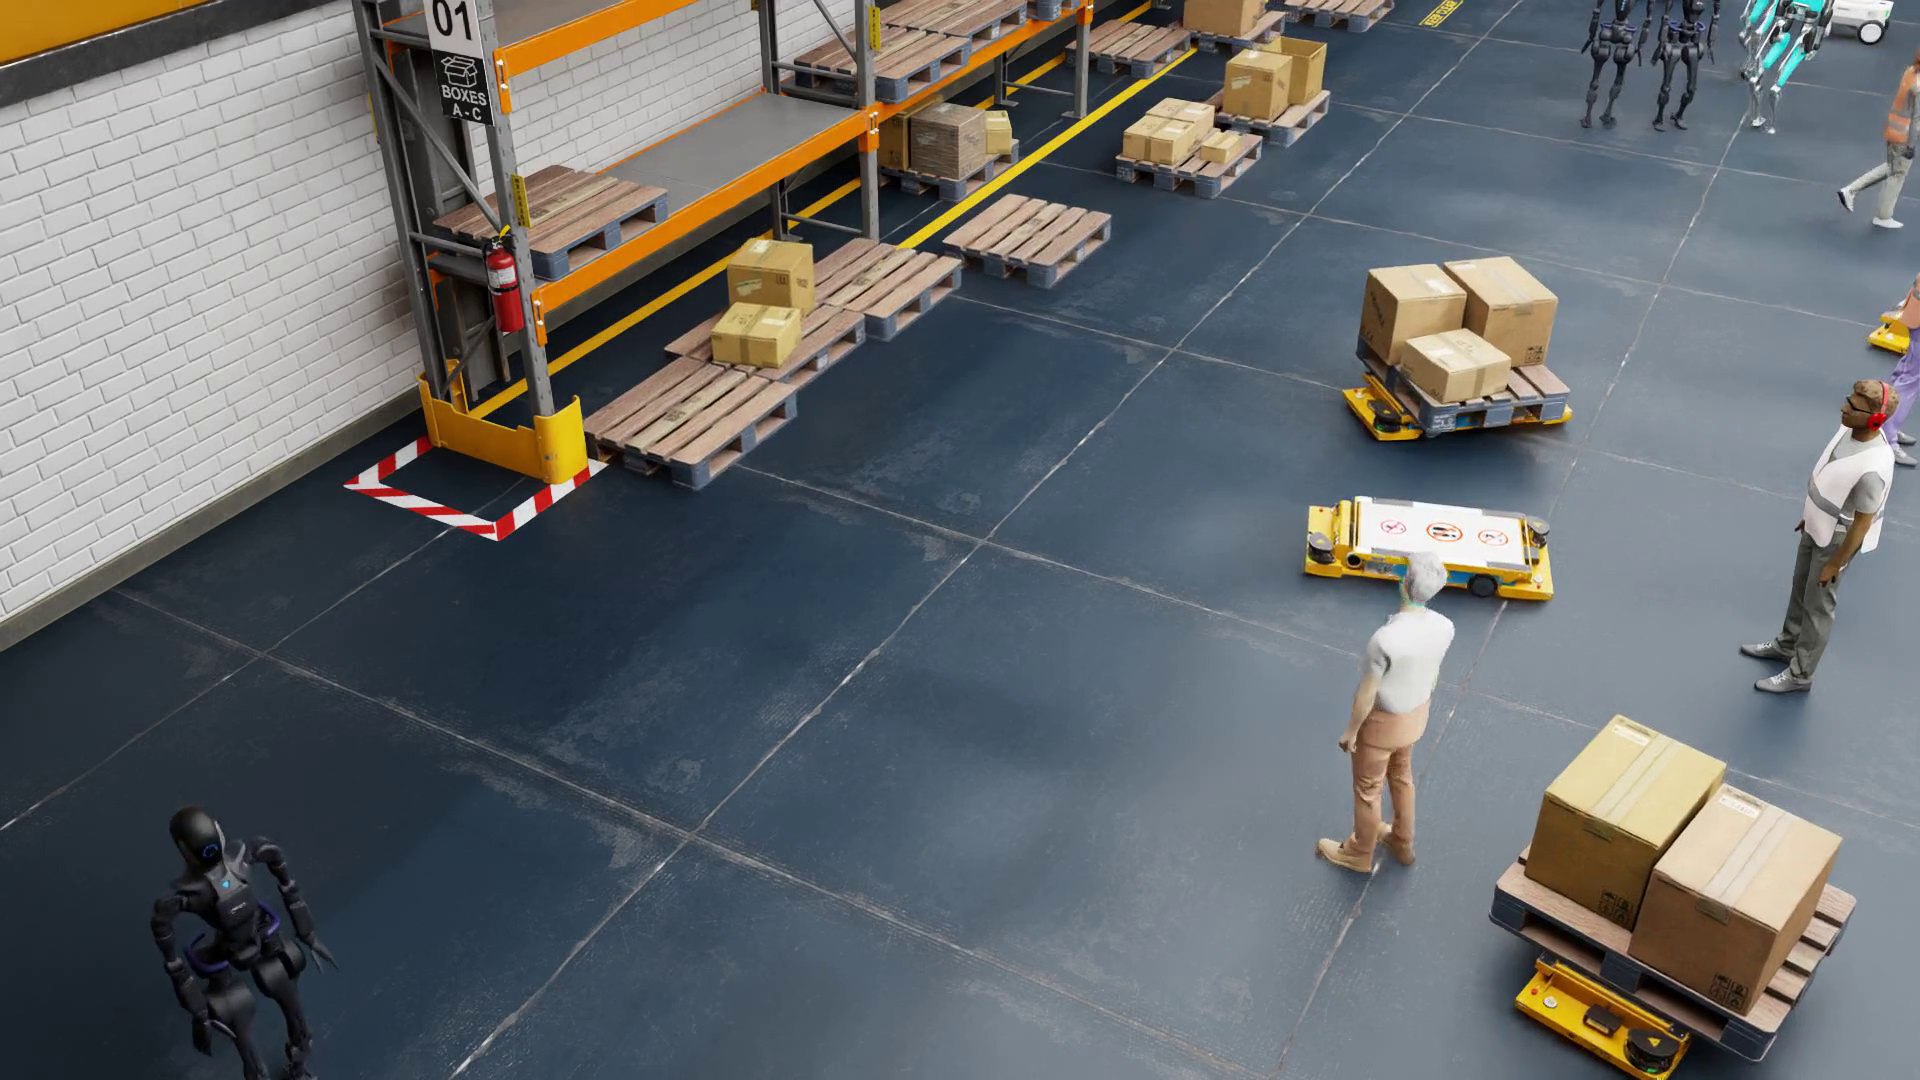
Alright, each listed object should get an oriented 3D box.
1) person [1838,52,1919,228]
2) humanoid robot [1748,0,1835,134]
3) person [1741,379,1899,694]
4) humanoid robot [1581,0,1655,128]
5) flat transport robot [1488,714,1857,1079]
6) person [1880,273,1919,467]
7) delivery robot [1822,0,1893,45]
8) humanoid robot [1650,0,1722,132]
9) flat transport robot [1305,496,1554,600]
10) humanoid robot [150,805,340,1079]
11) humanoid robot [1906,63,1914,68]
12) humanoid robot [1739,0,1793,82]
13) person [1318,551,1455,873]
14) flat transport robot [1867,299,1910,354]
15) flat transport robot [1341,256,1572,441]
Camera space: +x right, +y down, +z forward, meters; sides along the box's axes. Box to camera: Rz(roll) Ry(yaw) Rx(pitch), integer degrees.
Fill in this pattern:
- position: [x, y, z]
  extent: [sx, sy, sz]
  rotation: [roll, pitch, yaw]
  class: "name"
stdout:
- position: [7.948, -3.418, 14.088]
  extent: [0.475, 1.621, 0.525]
  rotation: [6, 34, 9]
  class: "person"
- position: [7.997, -4.805, 16.114]
  extent: [0.754, 1.800, 0.531]
  rotation: [-25, 41, -32]
  class: "humanoid robot"
- position: [4.572, -0.011, 8.731]
  extent: [0.390, 1.849, 0.563]
  rotation: [6, 34, 8]
  class: "person"
- position: [6.388, -4.866, 16.237]
  extent: [0.588, 1.644, 0.382]
  rotation: [16, 37, 22]
  class: "humanoid robot"
- position: [3.124, 1.800, 7.425]
  extent: [0.659, 0.231, 1.431]
  rotation: [27, 42, 35]
  class: "flat transport robot"
- position: [6.304, -1.387, 10.817]
  extent: [0.373, 1.842, 0.569]
  rotation: [15, 36, 22]
  class: "person"
- position: [10.217, -5.980, 18.938]
  extent: [0.768, 0.596, 0.516]
  rotation: [19, 38, 26]
  class: "delivery robot"
- position: [7.044, -4.814, 16.146]
  extent: [0.587, 1.650, 0.355]
  rotation: [0, 33, 0]
  class: "humanoid robot"
- position: [2.836, 0.039, 10.089]
  extent: [1.431, 0.231, 0.659]
  rotation: [7, 34, 10]
  class: "flat transport robot"
- position: [-2.674, 1.663, 6.361]
  extent: [0.462, 1.651, 0.585]
  rotation: [23, 40, 31]
  class: "humanoid robot"
- position: [10.592, -5.787, 17.582]
  extent: [0.532, 1.772, 0.823]
  rotation: [-23, 40, -31]
  class: "humanoid robot"
- position: [8.491, -5.700, 17.478]
  extent: [0.890, 1.810, 0.550]
  rotation: [-29, 43, -36]
  class: "humanoid robot"
- position: [1.978, 0.826, 7.588]
  extent: [0.517, 1.722, 0.372]
  rotation: [-21, 39, -28]
  class: "person"
- position: [7.579, -1.681, 12.692]
  extent: [1.431, 0.231, 0.659]
  rotation: [-26, 42, -34]
  class: "flat transport robot"
- position: [3.473, -0.985, 11.639]
  extent: [1.431, 0.231, 0.659]
  rotation: [-7, 34, -10]
  class: "flat transport robot"
